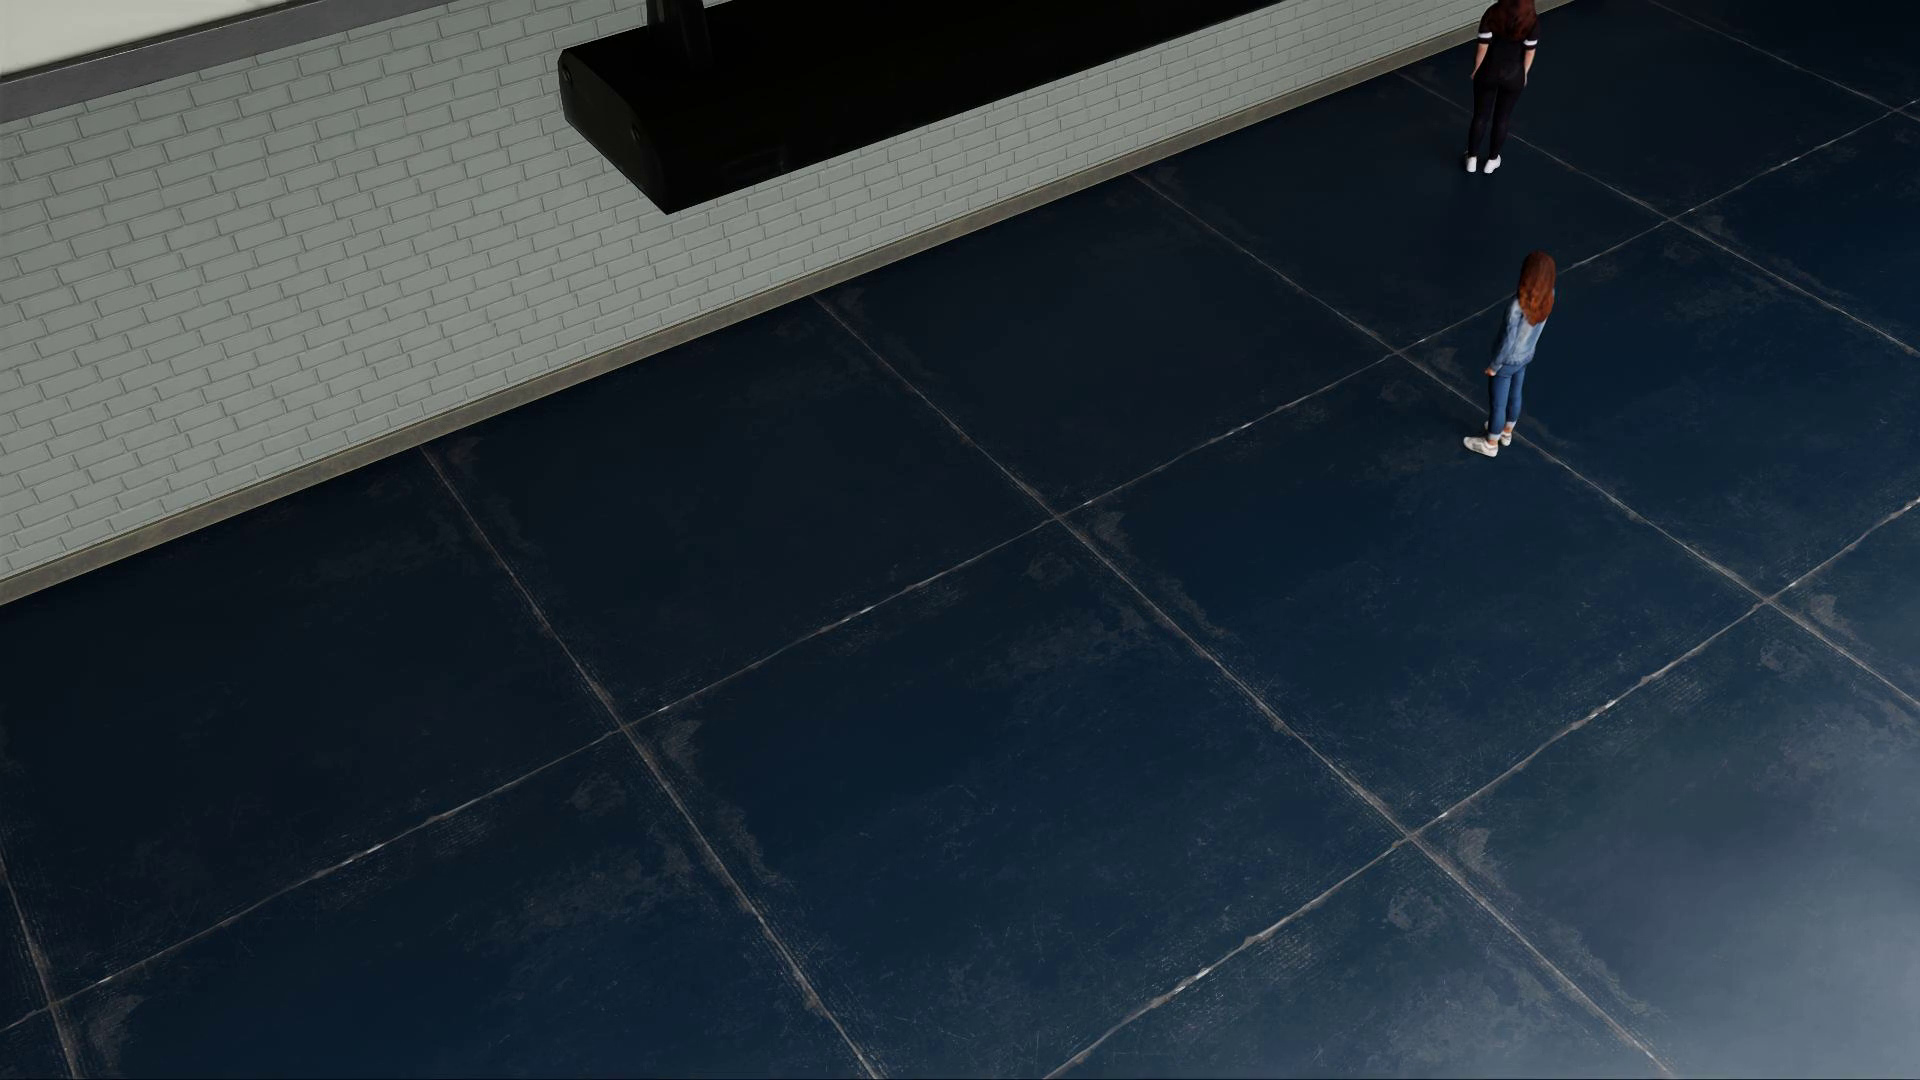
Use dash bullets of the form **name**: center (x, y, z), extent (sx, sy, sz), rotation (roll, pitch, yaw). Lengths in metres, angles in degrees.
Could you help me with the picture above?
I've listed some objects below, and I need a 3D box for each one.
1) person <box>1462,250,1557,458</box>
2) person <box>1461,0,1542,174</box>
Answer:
- **person**: center (3.469, -1.164, 10.406), extent (0.589, 1.475, 0.517), rotation (-31, 51, -29)
- **person**: center (4.198, -3.626, 12.924), extent (0.701, 1.638, 0.774), rotation (11, 44, 12)
